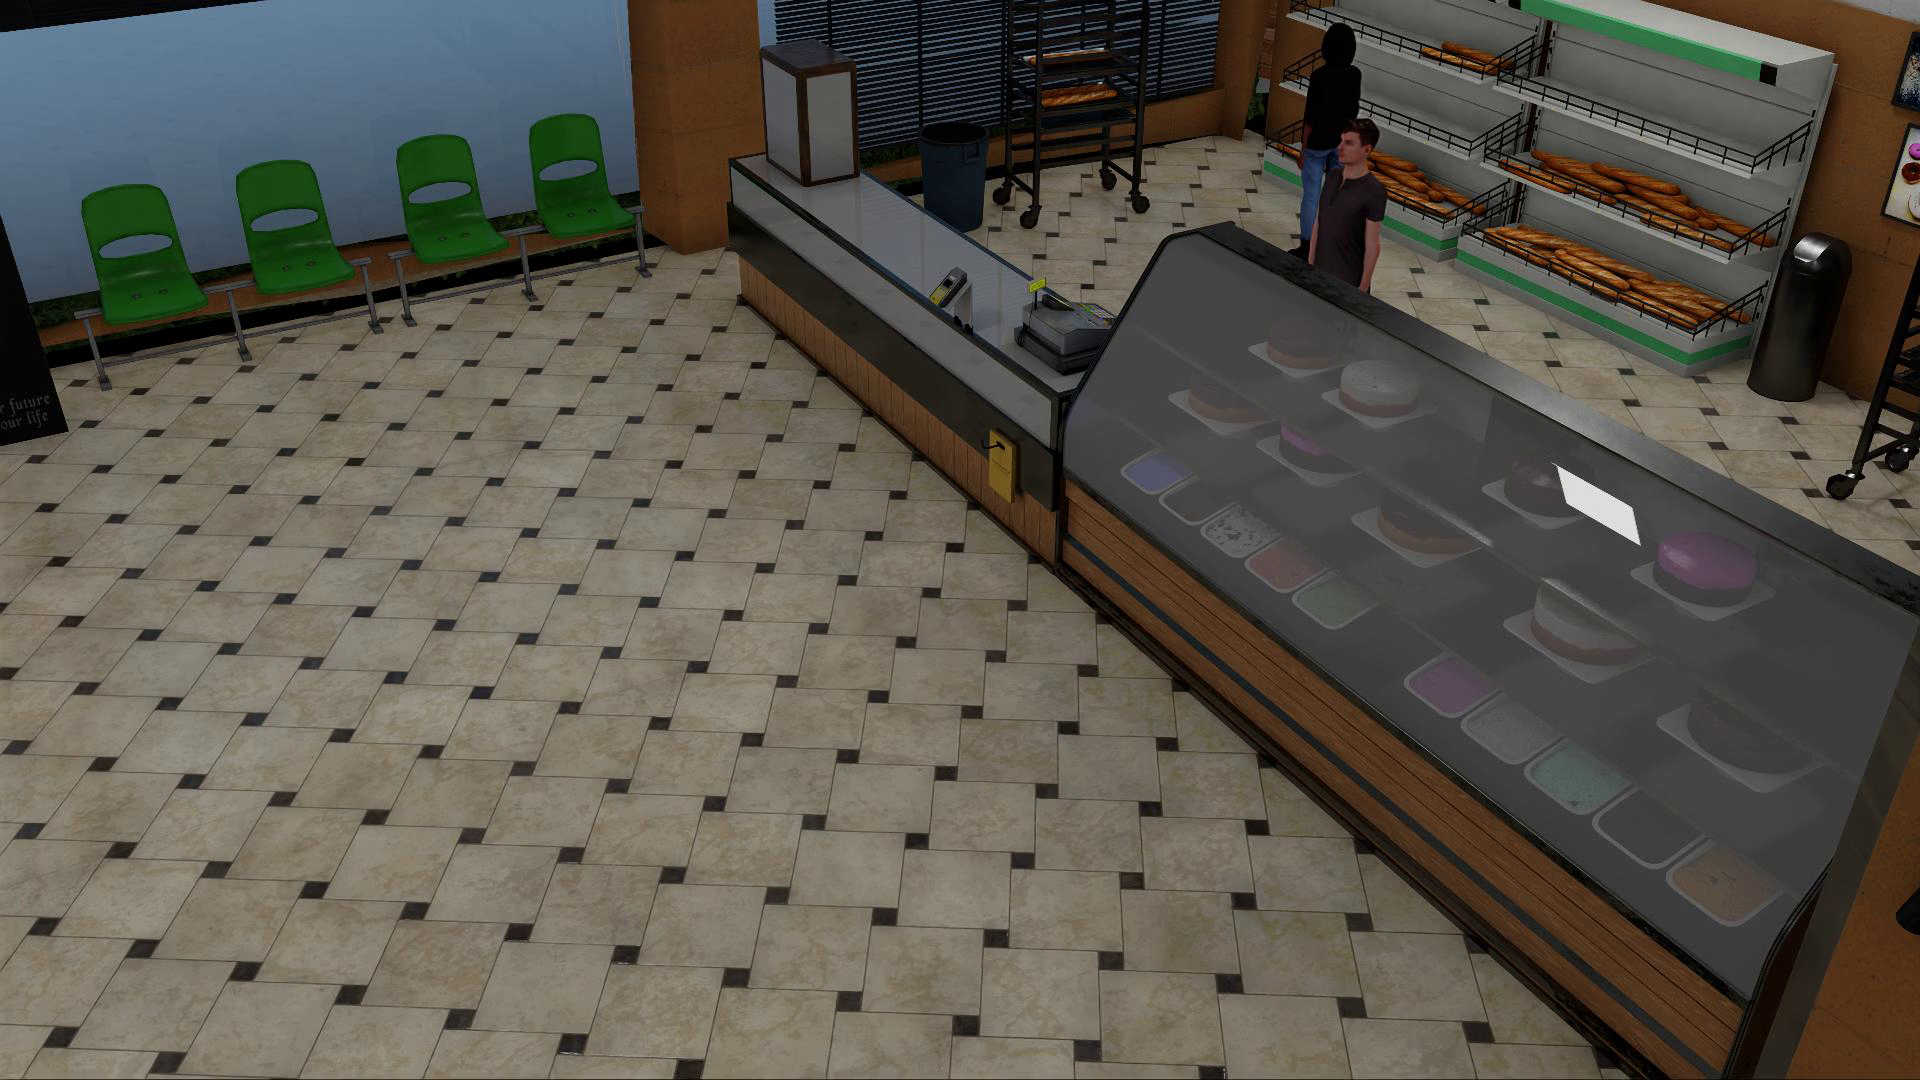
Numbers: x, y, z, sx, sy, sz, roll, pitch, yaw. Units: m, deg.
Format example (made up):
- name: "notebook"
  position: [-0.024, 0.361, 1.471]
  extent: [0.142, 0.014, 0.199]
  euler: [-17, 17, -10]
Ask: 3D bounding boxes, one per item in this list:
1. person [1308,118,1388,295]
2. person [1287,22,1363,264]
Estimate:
- name: "person"
  position: [2.141, -1.459, 9.336]
  extent: [0.518, 1.853, 0.637]
  euler: [-17, 36, -25]
- name: "person"
  position: [2.540, -2.715, 11.498]
  extent: [0.566, 1.701, 0.692]
  euler: [-7, 33, -12]
